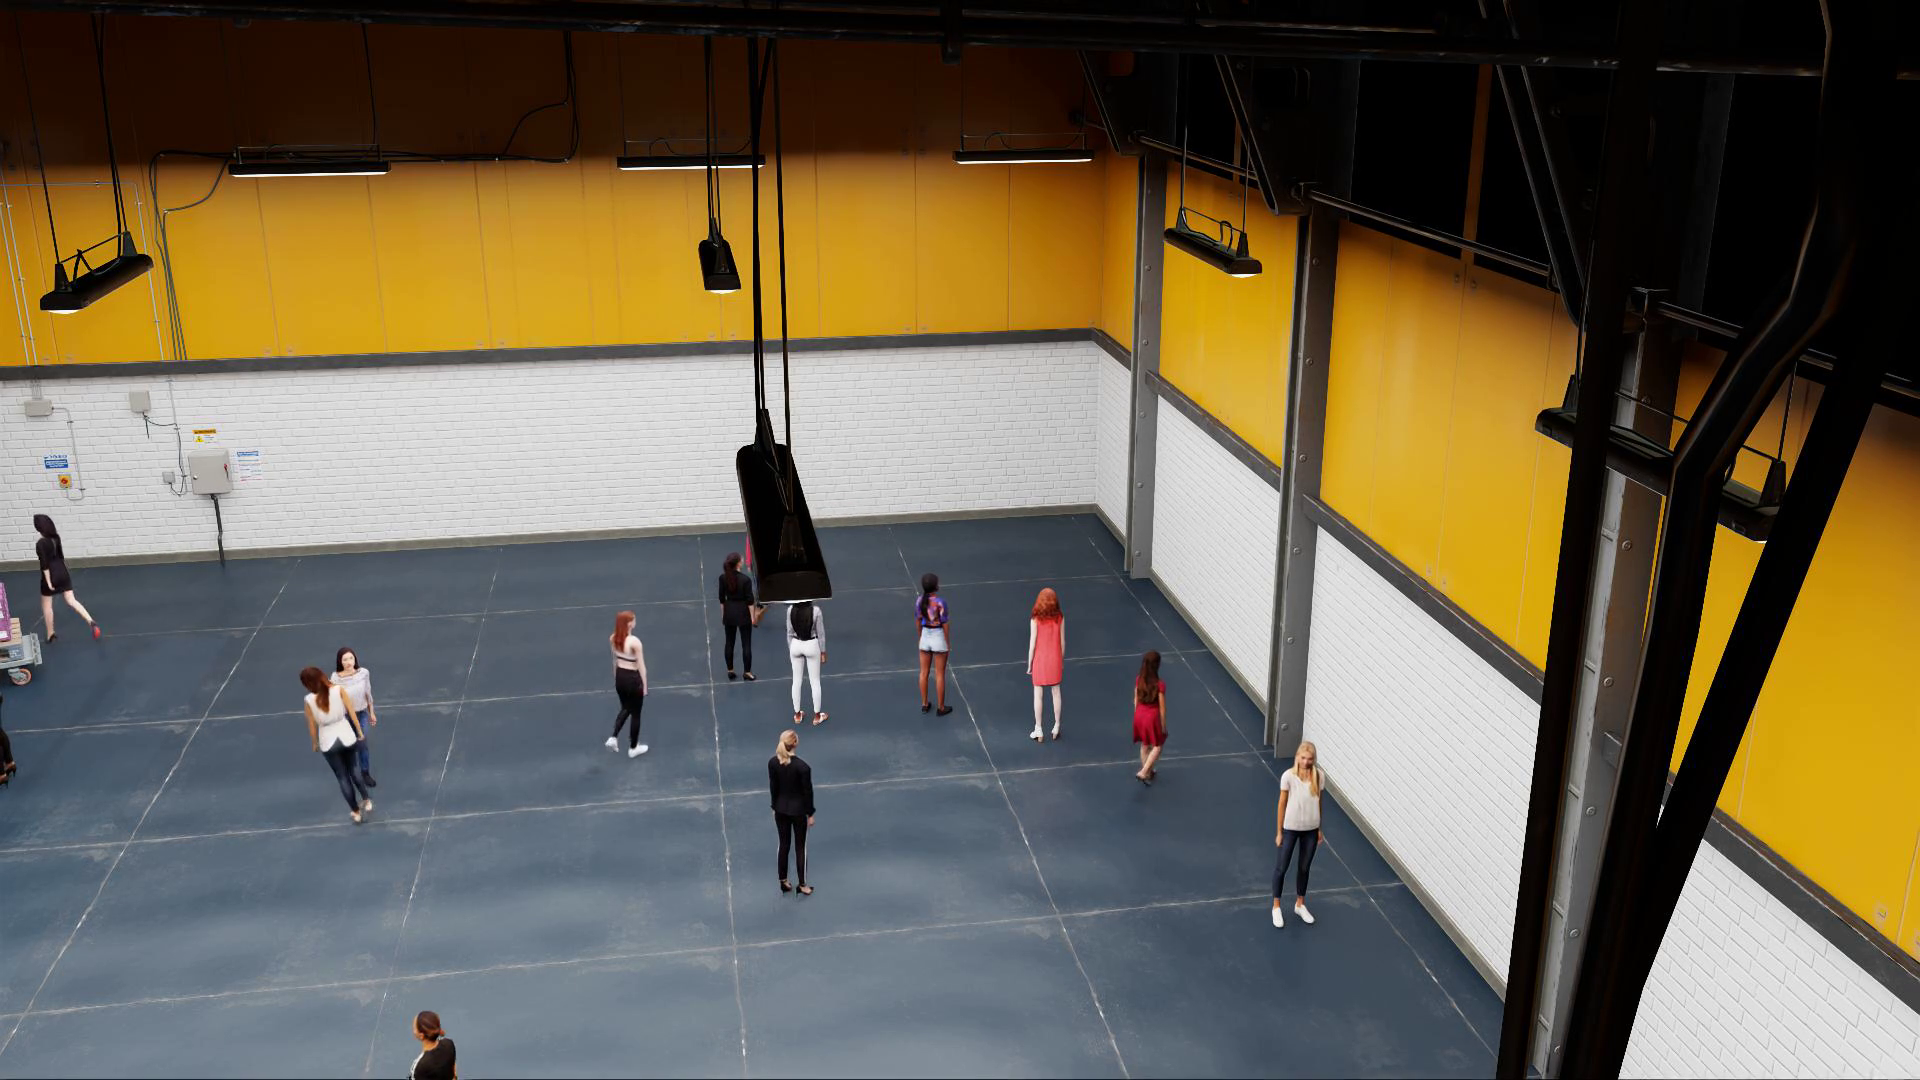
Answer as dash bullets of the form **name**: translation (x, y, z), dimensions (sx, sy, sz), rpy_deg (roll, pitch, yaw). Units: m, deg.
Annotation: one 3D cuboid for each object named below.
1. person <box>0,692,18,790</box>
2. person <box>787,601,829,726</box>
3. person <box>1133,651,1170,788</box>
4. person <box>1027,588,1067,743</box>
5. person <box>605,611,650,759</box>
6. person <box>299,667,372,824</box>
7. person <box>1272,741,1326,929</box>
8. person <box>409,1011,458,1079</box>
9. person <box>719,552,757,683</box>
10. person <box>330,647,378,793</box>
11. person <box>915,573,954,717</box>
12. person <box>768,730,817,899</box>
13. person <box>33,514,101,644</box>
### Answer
- **person**: translation (-10.395, 1.777, 17.764), dimensions (0.688, 1.838, 0.512), rpy_deg (-3, 19, -9)
- **person**: translation (-1.796, 1.303, 19.348), dimensions (0.668, 1.724, 0.634), rpy_deg (4, 19, 11)
- **person**: translation (1.996, 1.931, 17.770), dimensions (0.827, 1.543, 0.894), rpy_deg (12, 22, 32)
- **person**: translation (0.984, 1.409, 18.873), dimensions (0.631, 1.827, 0.547), rpy_deg (-6, 20, -18)
- **person**: translation (-3.722, 1.626, 18.373), dimensions (0.832, 1.735, 0.898), rpy_deg (12, 22, 32)
- **person**: translation (-6.324, 2.092, 16.987), dimensions (0.773, 1.737, 0.732), rpy_deg (-7, 20, -19)
- **person**: translation (3.087, 2.656, 15.201), dimensions (0.601, 1.807, 0.498), rpy_deg (-4, 19, -11)
- **person**: translation (-3.524, 3.995, 11.453), dimensions (0.818, 1.661, 0.757), rpy_deg (9, 21, 26)
- **person**: translation (-2.750, 0.951, 20.496), dimensions (0.685, 1.659, 0.697), rpy_deg (6, 20, 17)
- **person**: translation (-6.485, 1.896, 17.730), dimensions (0.678, 1.633, 0.692), rpy_deg (-17, 25, -41)
- **person**: translation (-0.323, 1.218, 19.568), dimensions (0.666, 1.746, 0.700), rpy_deg (10, 21, 26)
- **person**: translation (-1.581, 2.570, 15.615), dimensions (0.694, 1.707, 0.707), rpy_deg (7, 20, 19)
- **person**: translation (-11.623, 0.542, 21.533), dimensions (0.975, 1.772, 1.106), rpy_deg (5, 19, 15)
